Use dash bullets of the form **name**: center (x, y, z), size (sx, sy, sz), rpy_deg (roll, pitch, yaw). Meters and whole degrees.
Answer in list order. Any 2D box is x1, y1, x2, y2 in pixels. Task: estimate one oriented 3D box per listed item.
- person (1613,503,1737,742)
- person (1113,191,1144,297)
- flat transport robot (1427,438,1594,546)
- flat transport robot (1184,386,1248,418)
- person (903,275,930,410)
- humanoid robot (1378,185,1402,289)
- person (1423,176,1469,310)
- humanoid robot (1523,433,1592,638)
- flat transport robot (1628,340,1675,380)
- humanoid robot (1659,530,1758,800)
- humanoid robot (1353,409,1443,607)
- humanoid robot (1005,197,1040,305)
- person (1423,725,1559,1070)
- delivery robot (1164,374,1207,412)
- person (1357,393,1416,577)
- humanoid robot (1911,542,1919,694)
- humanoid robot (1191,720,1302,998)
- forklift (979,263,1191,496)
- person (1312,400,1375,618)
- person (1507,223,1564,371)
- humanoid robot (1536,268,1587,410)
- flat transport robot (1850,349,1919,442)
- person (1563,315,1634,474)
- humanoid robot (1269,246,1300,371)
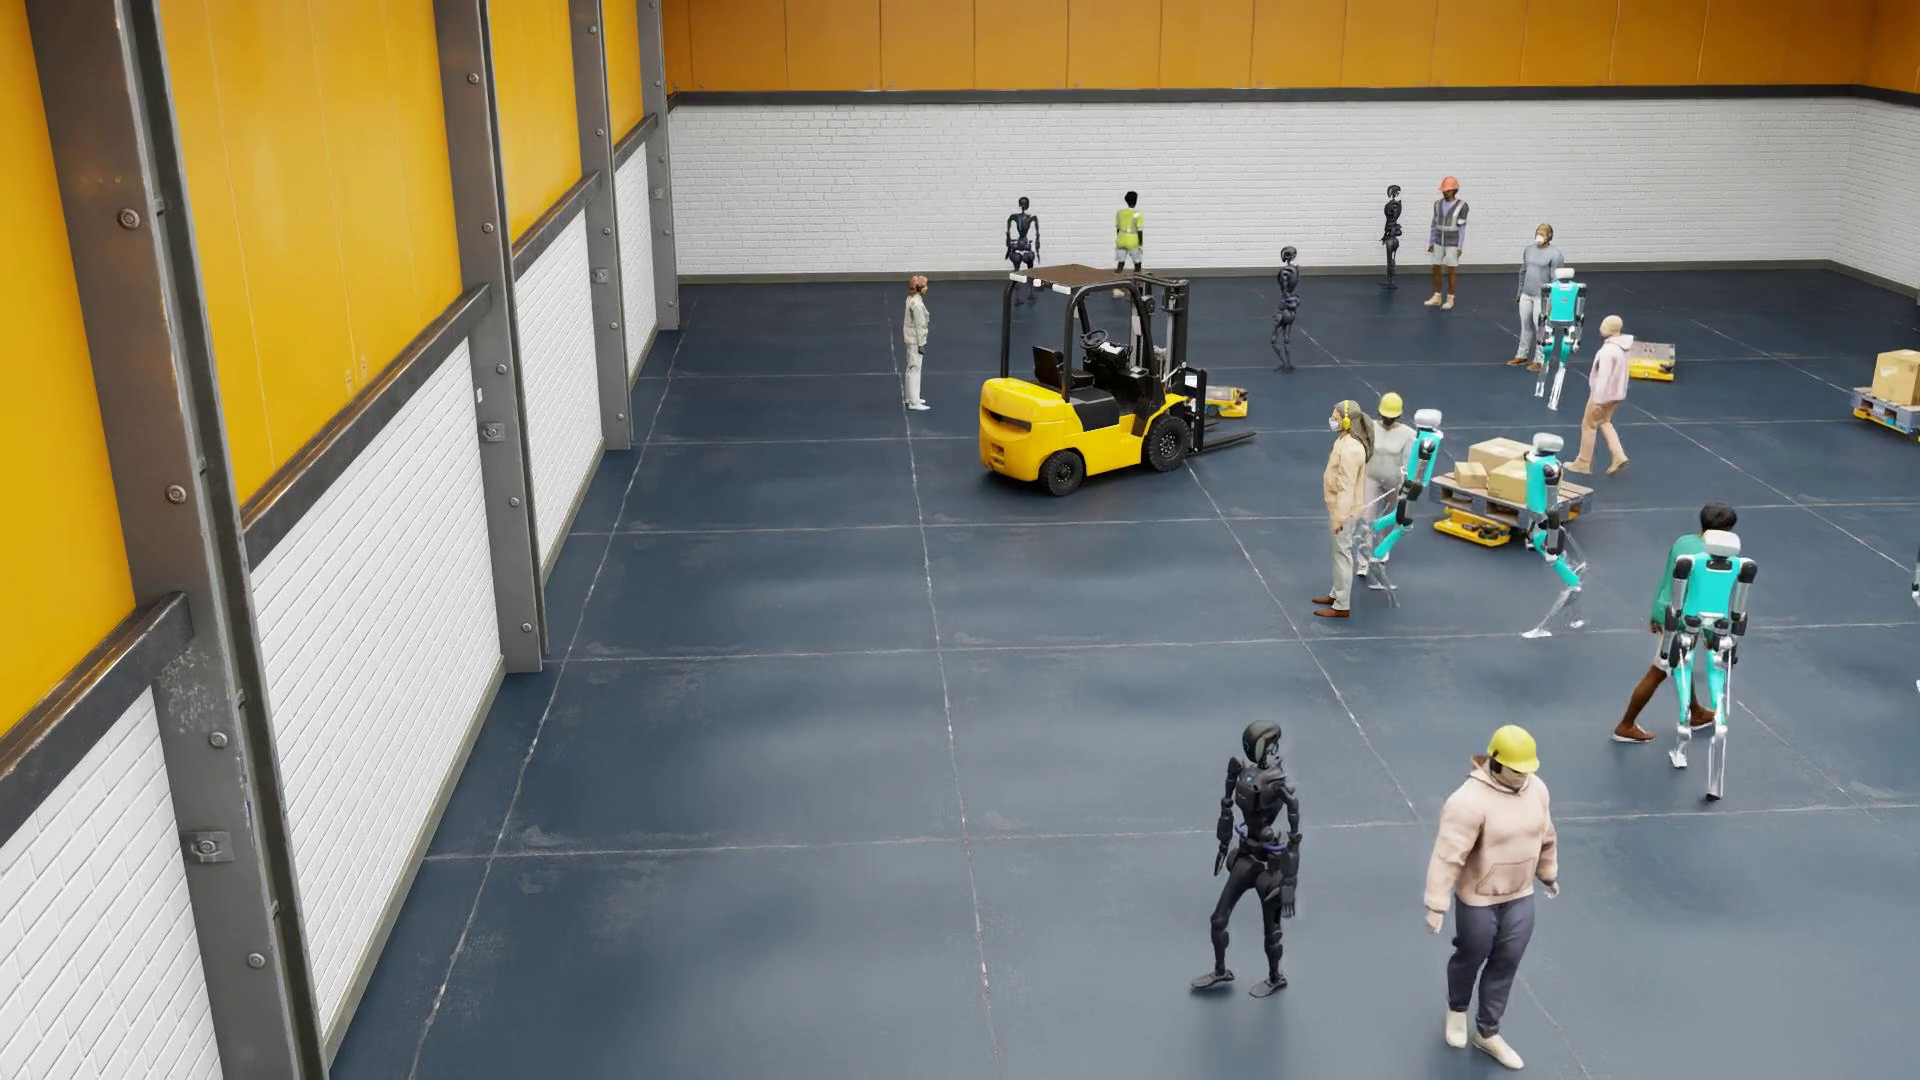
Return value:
- **person**: center (5.178, 0.591, 11.804), size (0.958, 1.794, 0.506), rpy_deg (-2, 20, -5)
- **person**: center (2.725, -4.695, 26.388), size (0.588, 1.649, 0.764), rpy_deg (18, 27, 40)
- **flat transport robot**: center (5.359, -0.240, 16.280), size (1.431, 0.231, 0.659), rpy_deg (-15, 25, -35)
- **flat transport robot**: center (2.774, -1.696, 20.248), size (1.431, 0.231, 0.659), rpy_deg (4, 20, 10)
- **person**: center (-0.533, -2.396, 20.179), size (0.313, 1.632, 0.519), rpy_deg (-4, 21, -11)
- **humanoid robot**: center (6.994, -4.926, 26.984), size (0.315, 1.657, 0.599), rpy_deg (2, 20, 4)
- **person**: center (7.437, -4.548, 25.475), size (0.403, 2.029, 0.608), rpy_deg (-18, 27, -40)
- **humanoid robot**: center (4.944, 0.025, 13.561), size (0.824, 1.852, 0.530), rpy_deg (-1, 20, -3)
- **flat transport robot**: center (9.168, -2.404, 22.176), size (0.659, 0.231, 1.431), rpy_deg (8, 22, 20)
- **humanoid robot**: center (5.037, 0.910, 11.174), size (0.540, 1.885, 0.762), rpy_deg (2, 20, 6)
- **humanoid robot**: center (3.664, -0.248, 14.238), size (0.782, 1.821, 0.547), rpy_deg (6, 21, 15)
- **humanoid robot**: center (0.982, -4.512, 25.885), size (0.599, 1.650, 0.562), rpy_deg (8, 22, 22)
- **person**: center (2.717, 1.792, 8.443), size (0.846, 1.854, 0.520), rpy_deg (-7, 21, -18)
- **delivery robot**: center (2.612, -1.780, 20.088), size (0.801, 0.612, 0.499), rpy_deg (-3, 20, -7)
- **person**: center (3.804, -0.519, 14.949), size (0.537, 1.698, 0.905), rpy_deg (7, 21, 19)
- **humanoid robot**: center (7.355, 0.469, 12.256), size (0.552, 1.783, 0.959), rpy_deg (7, 21, 19)
- **humanoid robot**: center (1.568, 1.735, 8.872), size (0.602, 1.643, 0.609), rpy_deg (-14, 24, -33)
- **forklift**: center (1.315, -1.764, 17.646), size (2.313, 2.155, 1.214), rpy_deg (-14, 24, -33)
- **person**: center (3.246, -0.265, 14.038), size (0.404, 1.871, 0.553), rpy_deg (3, 20, 8)
- **person**: center (7.605, -3.212, 21.958), size (0.368, 1.939, 0.633), rpy_deg (-12, 23, -29)
- **humanoid robot**: center (7.271, -2.489, 20.348), size (0.557, 1.813, 0.889), rpy_deg (3, 20, 9)
- **flat transport robot**: center (11.167, -1.358, 19.328), size (0.659, 0.231, 1.431), rpy_deg (-3, 20, -9)
- **person**: center (6.821, -1.520, 17.591), size (0.554, 1.759, 0.654), rpy_deg (-17, 26, -38)
- **humanoid robot**: center (4.291, -3.044, 21.877), size (0.344, 1.644, 0.598), rpy_deg (8, 22, 20)
